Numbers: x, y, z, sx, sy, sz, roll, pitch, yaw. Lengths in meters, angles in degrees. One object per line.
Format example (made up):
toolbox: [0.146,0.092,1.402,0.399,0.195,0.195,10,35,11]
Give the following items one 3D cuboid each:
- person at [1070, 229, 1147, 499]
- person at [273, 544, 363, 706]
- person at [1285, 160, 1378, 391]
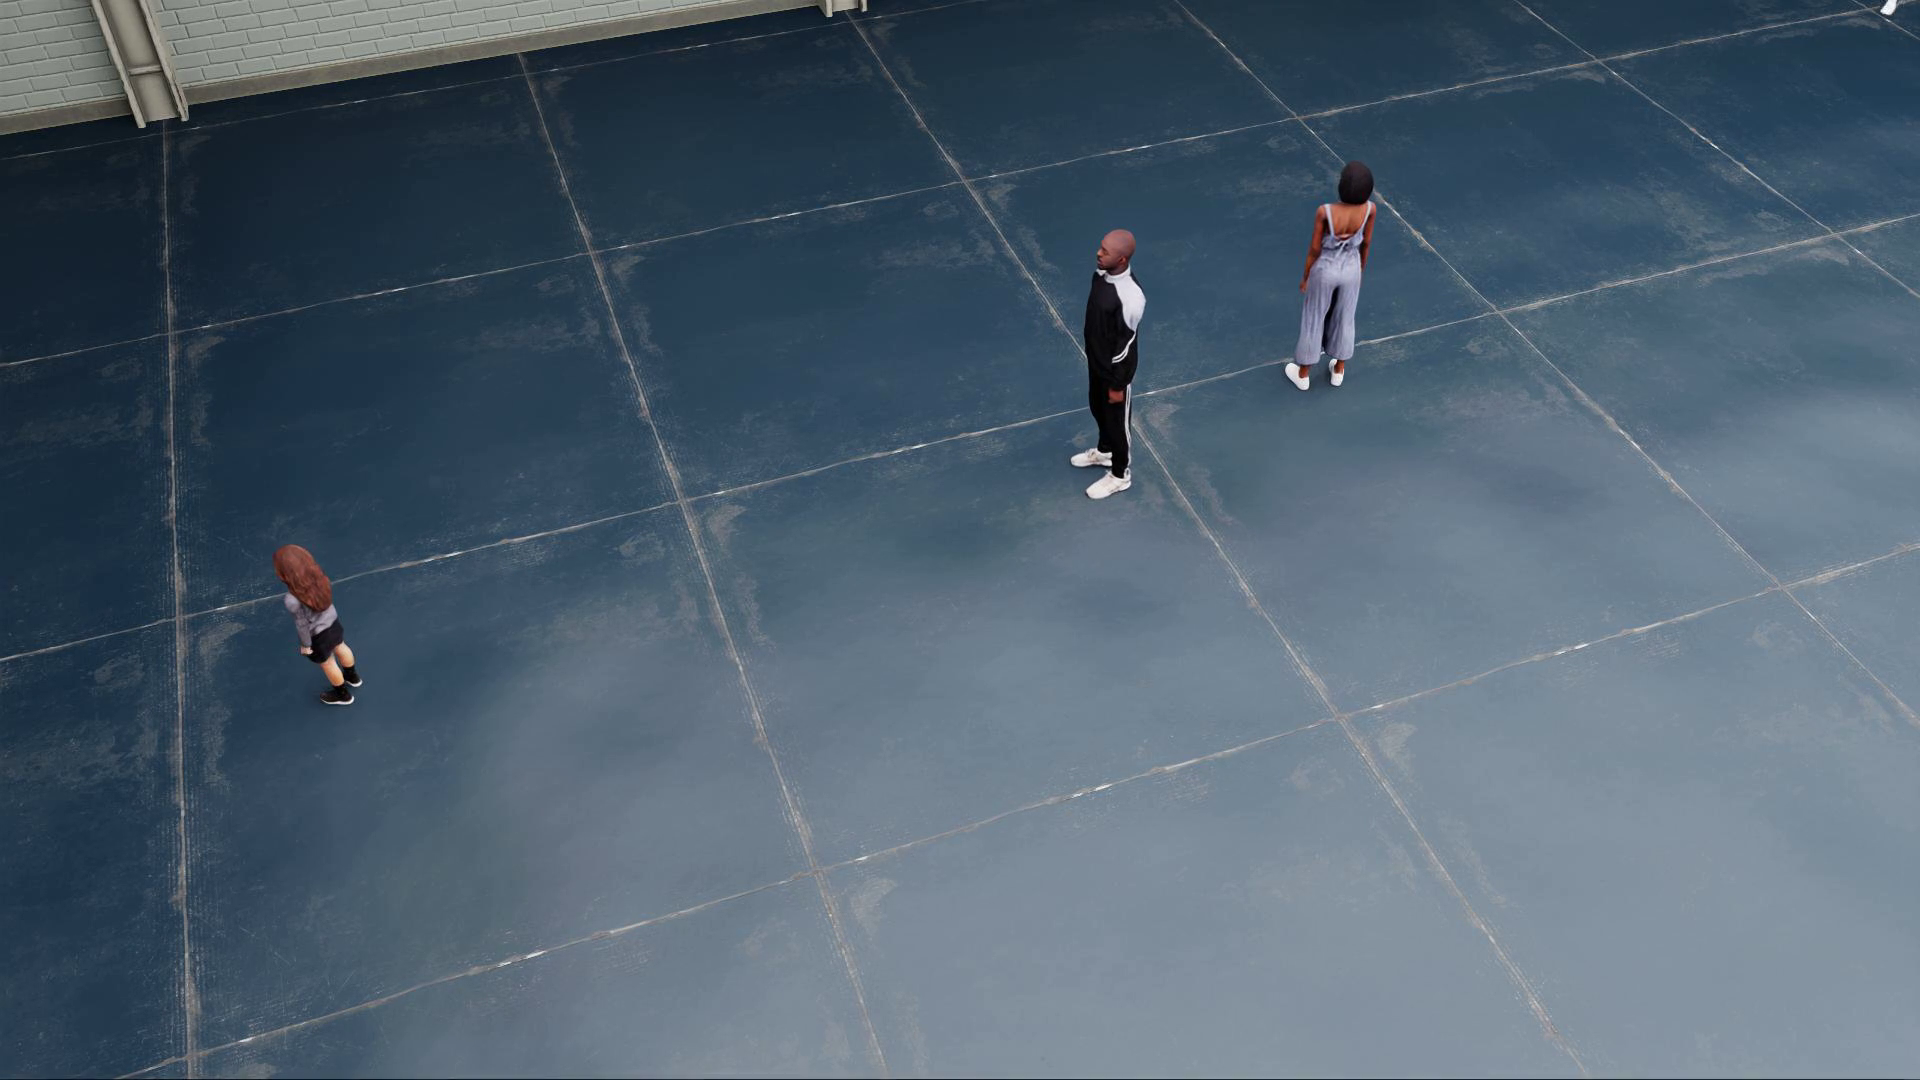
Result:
person: [0.927,-1.087,10.040,0.542,1.826,0.657,-11,44,-12]
person: [-3.450,0.444,8.928,0.560,1.107,0.538,7,43,7]
person: [2.437,-1.714,10.807,0.536,1.695,0.674,-5,43,-6]
